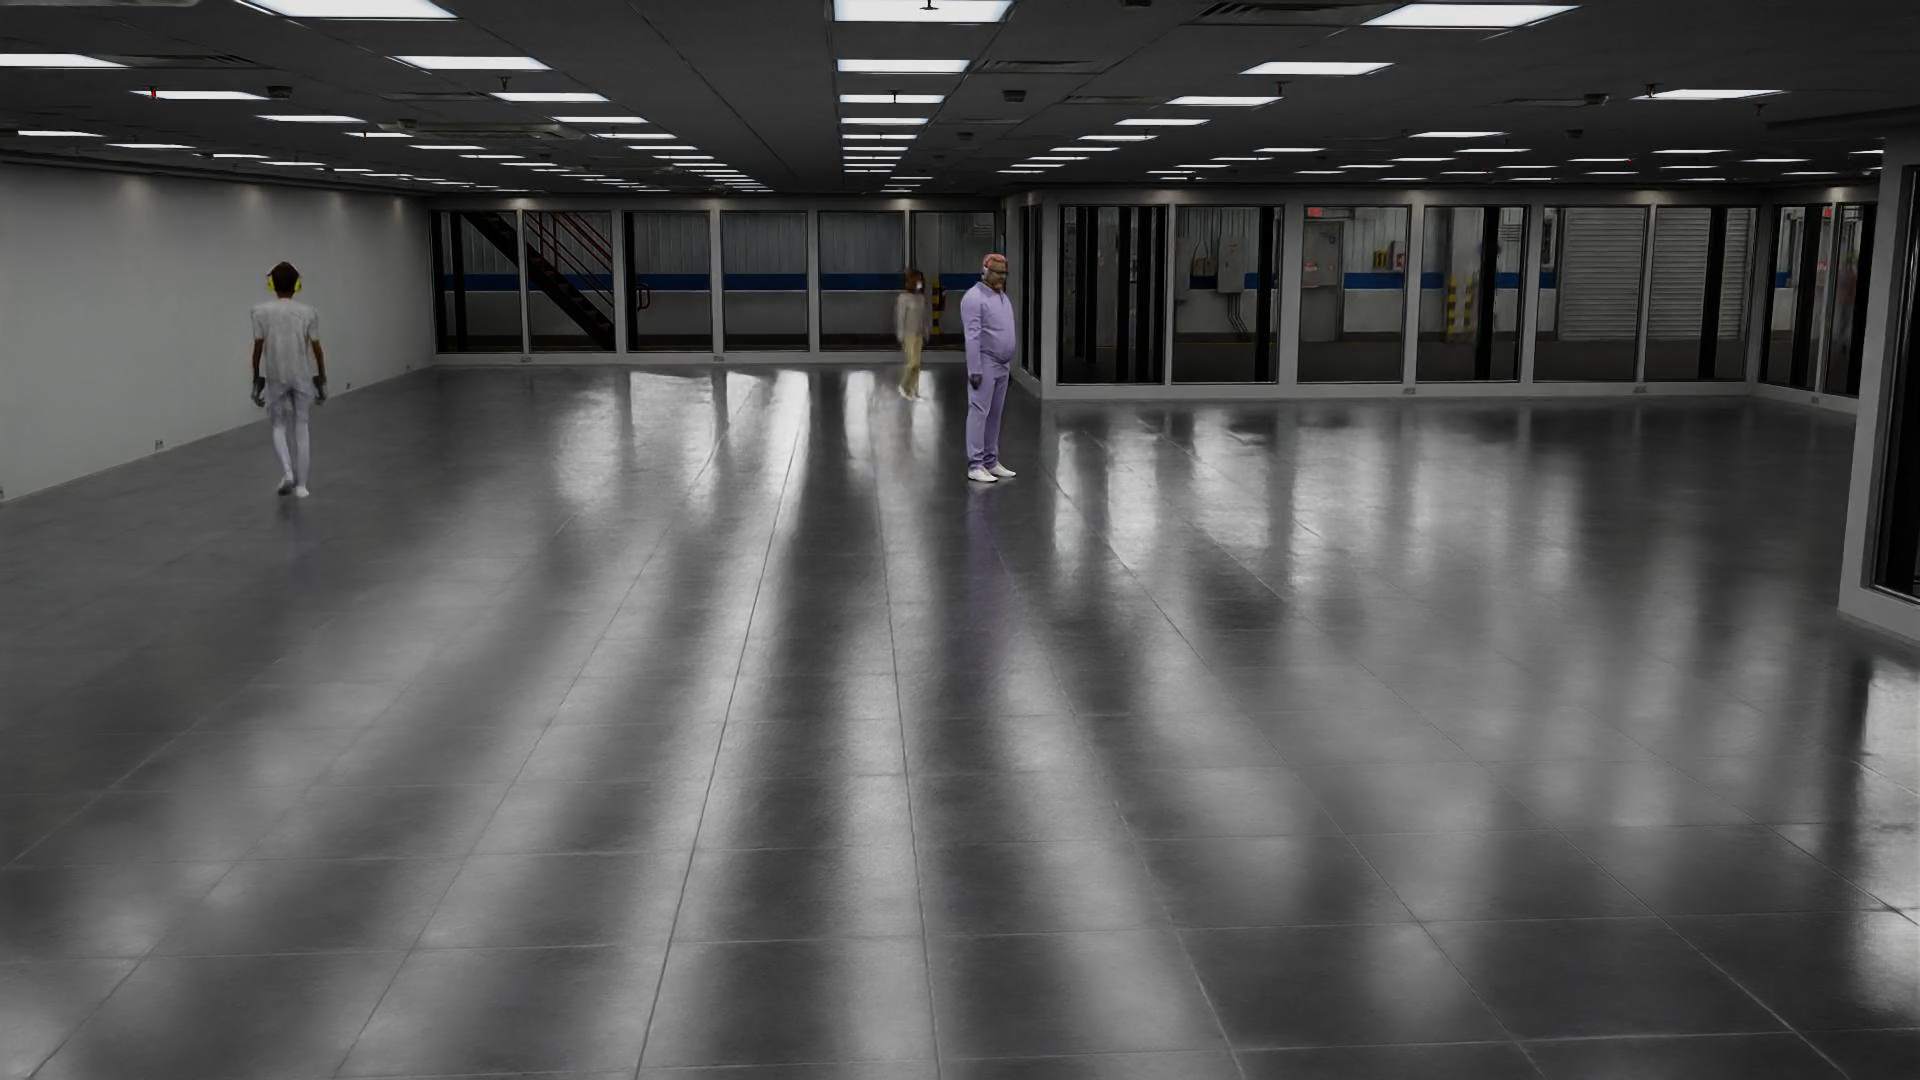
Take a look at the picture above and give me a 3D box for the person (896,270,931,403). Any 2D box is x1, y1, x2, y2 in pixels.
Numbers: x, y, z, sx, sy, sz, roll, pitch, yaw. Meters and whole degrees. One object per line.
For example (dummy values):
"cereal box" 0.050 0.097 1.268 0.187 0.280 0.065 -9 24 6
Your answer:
"person" -0.548 -2.483 20.327 0.343 1.617 0.522 7 13 33

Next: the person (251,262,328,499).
"person" -5.255 -1.243 13.033 0.565 1.852 0.421 -4 11 -18

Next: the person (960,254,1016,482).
"person" 0.269 -1.448 14.016 0.406 1.902 0.639 6 12 28
